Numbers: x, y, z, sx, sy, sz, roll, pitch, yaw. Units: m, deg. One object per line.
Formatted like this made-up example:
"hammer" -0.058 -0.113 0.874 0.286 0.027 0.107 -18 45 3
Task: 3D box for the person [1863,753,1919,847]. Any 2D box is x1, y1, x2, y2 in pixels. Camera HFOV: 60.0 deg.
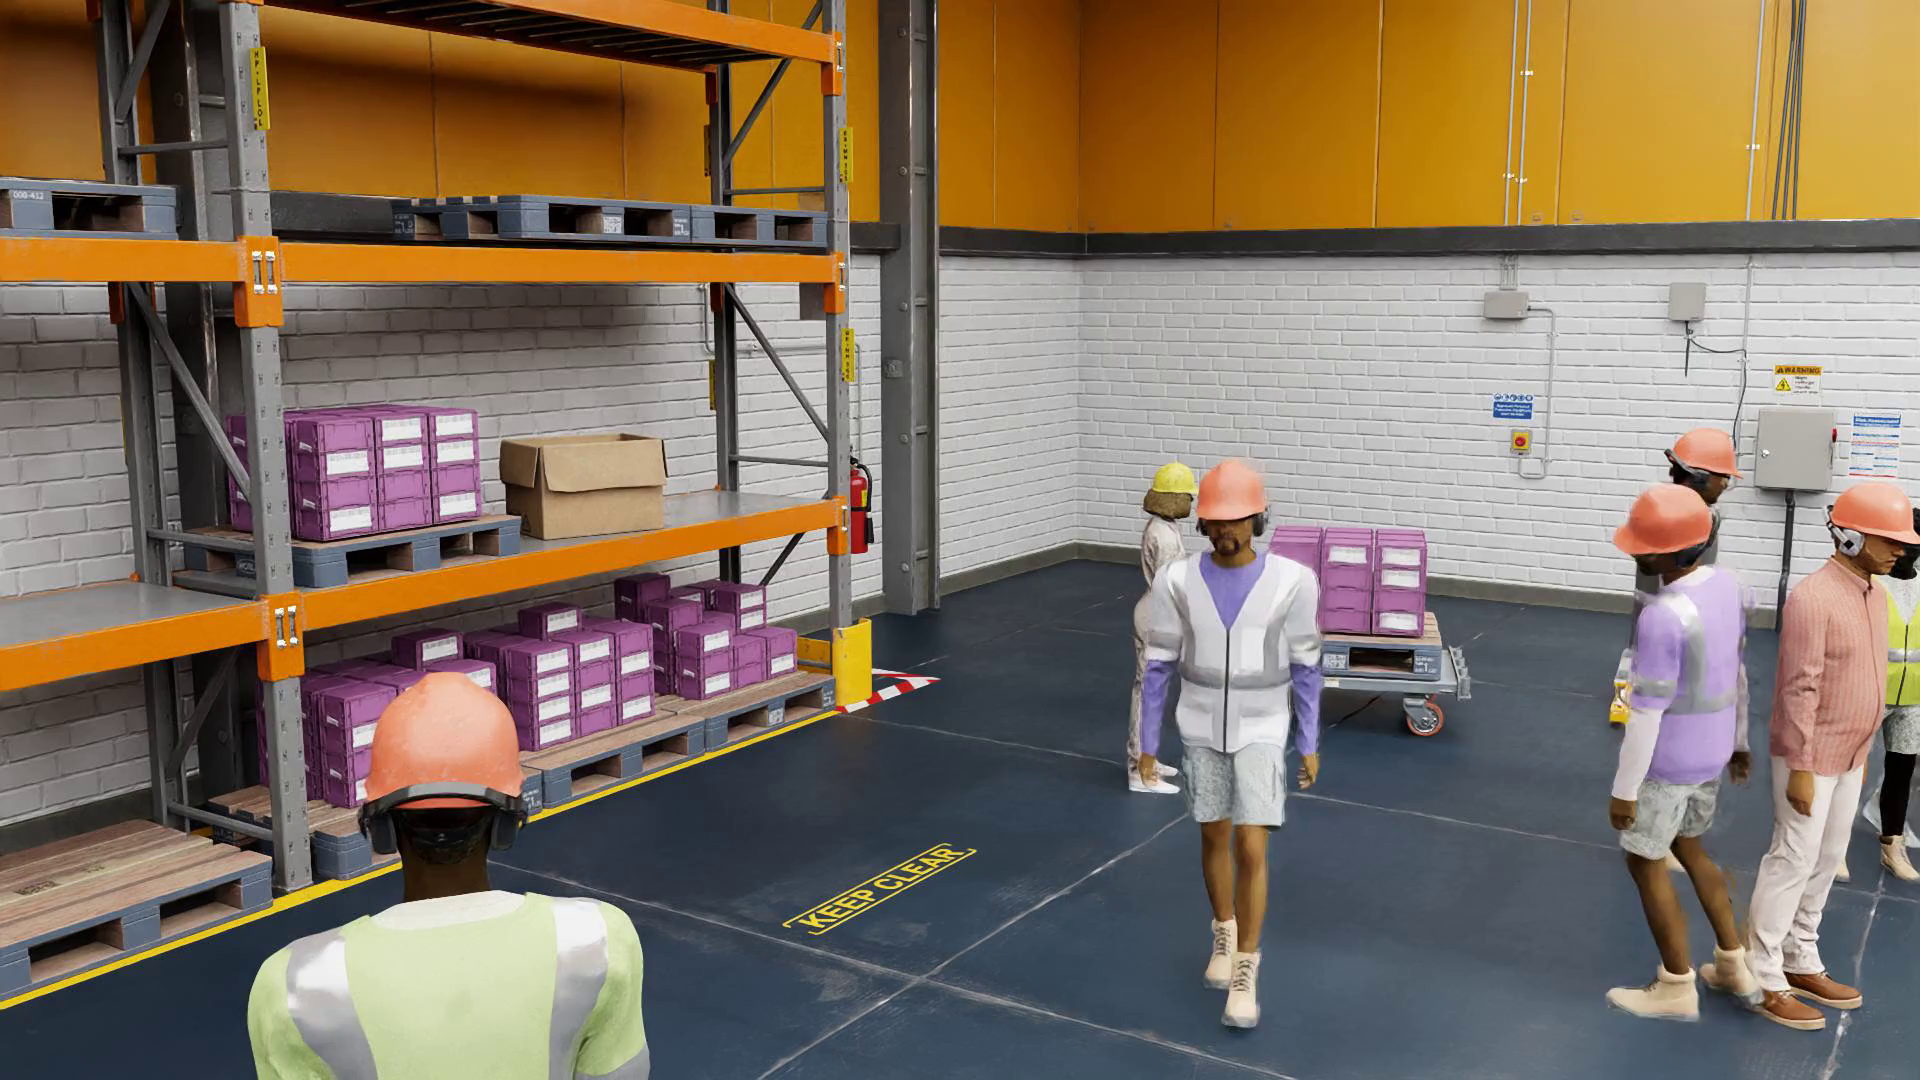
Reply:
"person" 4.659 0.539 7.690 0.603 1.895 0.740 -5 10 -29

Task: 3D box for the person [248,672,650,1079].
"person" -0.815 1.225 2.751 0.607 2.044 0.376 -4 10 -23

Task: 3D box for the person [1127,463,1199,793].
"person" 1.075 0.455 8.769 0.363 1.735 0.486 1 9 5

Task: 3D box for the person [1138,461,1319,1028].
"person" 0.955 0.728 6.034 0.645 2.013 0.839 3 9 19

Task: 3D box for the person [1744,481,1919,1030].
"person" 3.140 0.768 5.959 0.613 1.976 0.434 -7 11 -37

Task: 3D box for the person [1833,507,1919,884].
"person" 4.112 0.685 7.381 0.530 1.695 0.321 1 9 6

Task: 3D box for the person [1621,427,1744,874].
"person" 3.254 0.502 7.512 0.410 2.028 0.623 0 9 -1

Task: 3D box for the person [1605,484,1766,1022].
"person" 2.591 0.775 5.900 0.755 1.976 0.429 -8 12 -41
